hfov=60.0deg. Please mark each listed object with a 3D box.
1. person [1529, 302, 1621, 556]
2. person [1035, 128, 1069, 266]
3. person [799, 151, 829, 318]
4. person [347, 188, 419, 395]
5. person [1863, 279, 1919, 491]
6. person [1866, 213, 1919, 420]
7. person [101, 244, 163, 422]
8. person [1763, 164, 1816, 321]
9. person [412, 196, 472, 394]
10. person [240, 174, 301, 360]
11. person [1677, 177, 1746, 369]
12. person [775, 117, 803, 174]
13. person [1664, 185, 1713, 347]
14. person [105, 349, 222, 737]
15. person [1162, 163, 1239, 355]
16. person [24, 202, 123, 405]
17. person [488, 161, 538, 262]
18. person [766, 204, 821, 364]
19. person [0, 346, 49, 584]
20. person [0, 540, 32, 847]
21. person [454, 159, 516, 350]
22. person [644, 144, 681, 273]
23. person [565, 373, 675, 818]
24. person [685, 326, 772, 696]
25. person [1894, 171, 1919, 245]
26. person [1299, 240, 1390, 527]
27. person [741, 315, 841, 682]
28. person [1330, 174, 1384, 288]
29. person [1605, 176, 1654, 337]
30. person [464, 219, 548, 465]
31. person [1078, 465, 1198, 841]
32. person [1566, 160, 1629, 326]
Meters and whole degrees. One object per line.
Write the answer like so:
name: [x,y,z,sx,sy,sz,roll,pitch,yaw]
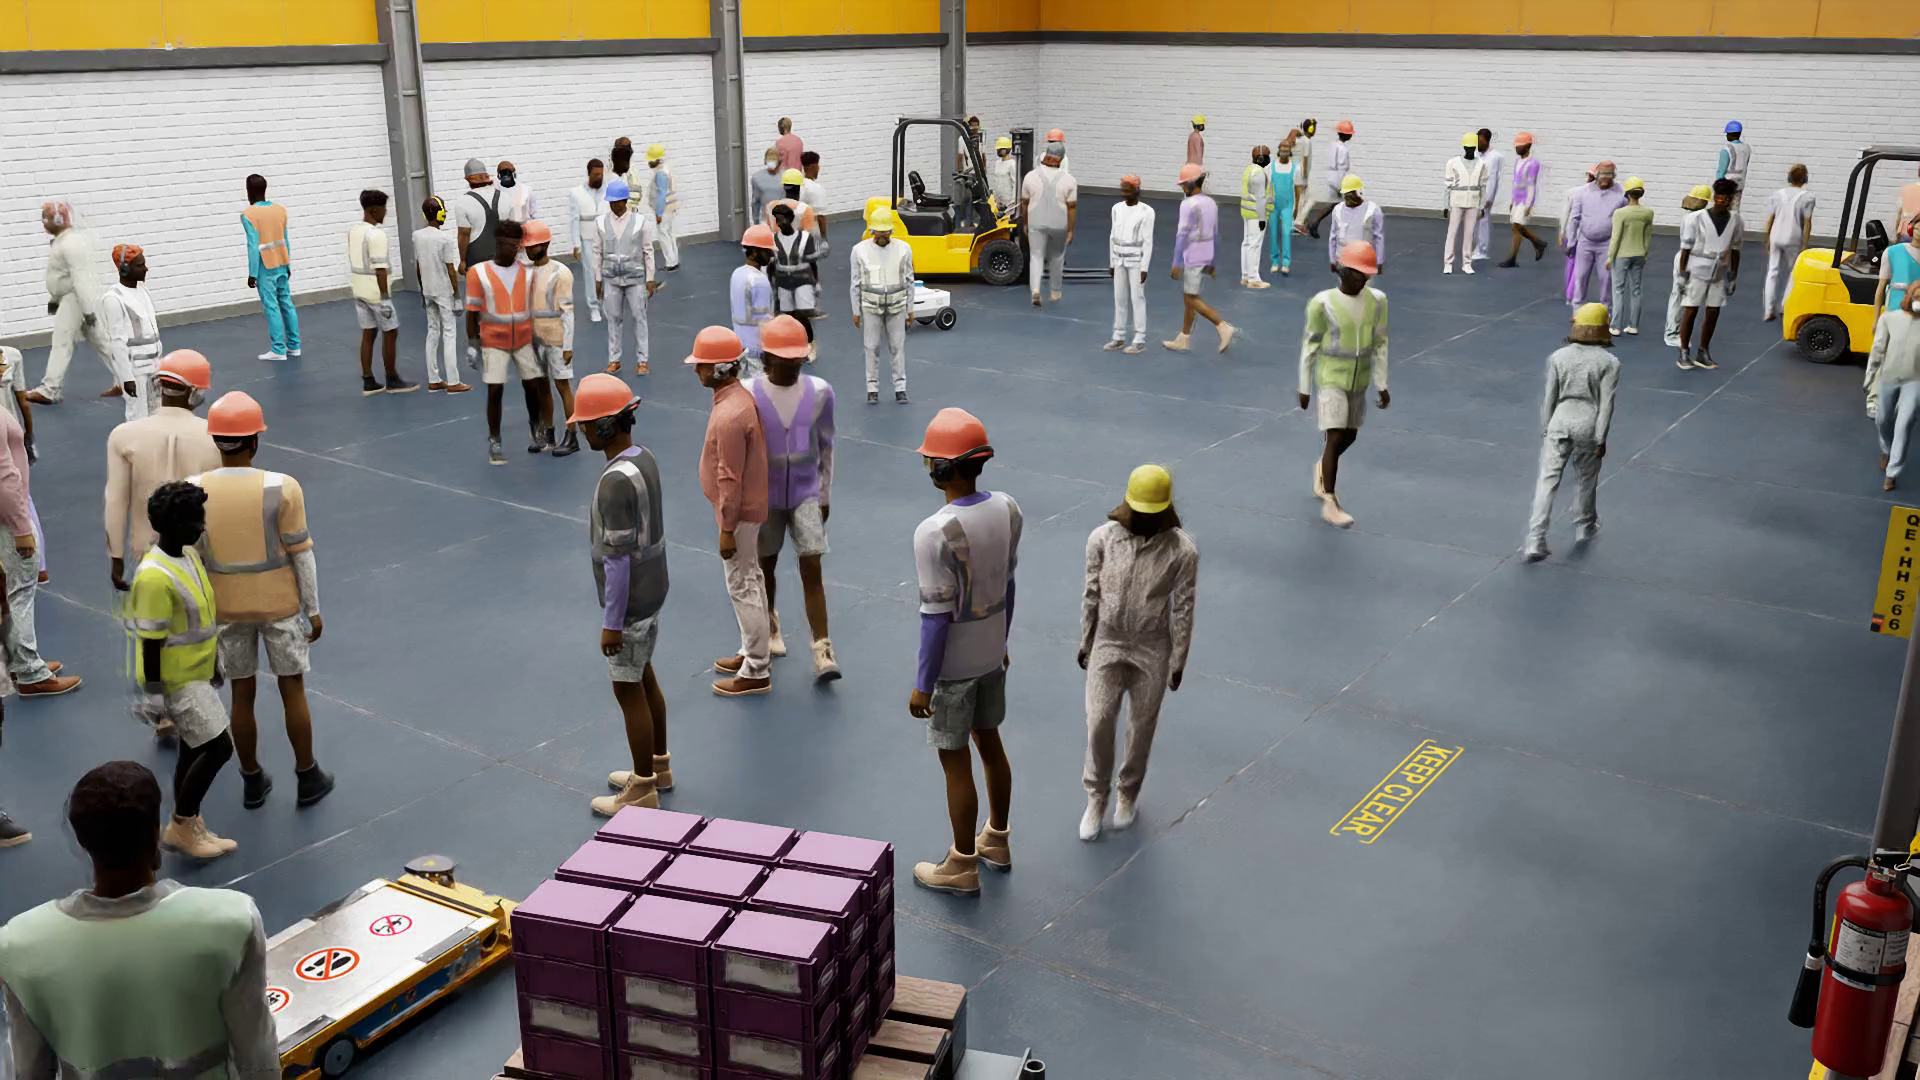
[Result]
person: [4.121,-0.742,11.150,0.494,1.687,0.947,14,23,38]
person: [1.321,-4.881,23.727,0.558,1.925,0.421,15,23,39]
person: [-1.761,-3.620,19.751,0.578,1.945,0.689,-15,23,-39]
person: [-5.484,-2.337,15.719,0.473,1.947,0.664,-17,24,-42]
person: [7.285,-1.236,12.823,0.497,1.603,0.755,14,23,37]
person: [8.408,-1.987,14.784,0.570,1.844,0.379,2,18,5]
person: [-6.191,-1.291,12.570,0.352,1.878,0.578,0,18,0]
person: [9.688,-3.471,19.467,0.514,1.829,0.484,16,24,40]
person: [-4.937,-2.318,15.796,0.506,1.864,0.331,9,20,26]
person: [-7.182,-2.836,17.325,0.386,1.918,0.590,6,19,18]
person: [7.578,-2.684,16.804,0.618,1.942,0.452,-1,18,-2]
person: [-2.677,-5.633,26.043,0.355,1.936,0.635,9,20,27]
person: [7.920,-2.979,18.069,0.308,1.736,0.484,7,19,20]
person: [-3.858,0.039,8.283,0.648,1.947,0.565,-6,19,-18]
person: [2.578,-2.935,17.517,0.835,1.999,0.682,13,22,35]
person: [-8.288,-2.195,15.428,1.003,1.854,0.646,-8,19,-23]
person: [-5.302,-3.550,19.682,0.634,1.842,0.429,-4,18,-13]
person: [-1.715,-2.599,16.984,0.557,1.665,0.423,3,18,11]
person: [-6.057,-0.590,10.397,0.325,1.862,0.511,17,24,42]
person: [-4.325,0.405,7.144,0.484,1.941,0.645,4,18,12]
person: [-5.131,-3.078,17.885,0.536,2.000,0.676,17,24,42]
person: [-4.129,-4.613,23.107,0.440,1.782,0.729,-2,18,-7]
person: [-1.519,0.254,7.494,0.409,2.028,0.616,0,18,0]
person: [-1.217,-0.153,8.836,0.407,1.986,0.610,-1,18,-5]
person: [11.535,-3.674,20.081,0.608,1.832,0.578,-7,19,-20]
person: [2.734,-1.164,11.966,0.598,2.010,0.917,-5,18,-16]
person: [-0.933,-0.219,9.013,0.622,1.989,1.004,-5,18,-16]
person: [4.379,-3.129,18.416,0.628,1.809,0.466,12,22,34]
person: [7.457,-3.164,18.600,0.533,1.765,0.322,-5,18,-16]
person: [-3.697,-1.615,13.447,0.708,1.962,0.558,-12,21,-33]
person: [0.756,0.496,7.214,0.506,1.710,0.577,3,18,10]
person: [7.371,-3.435,19.245,0.658,1.896,0.399,8,19,24]
